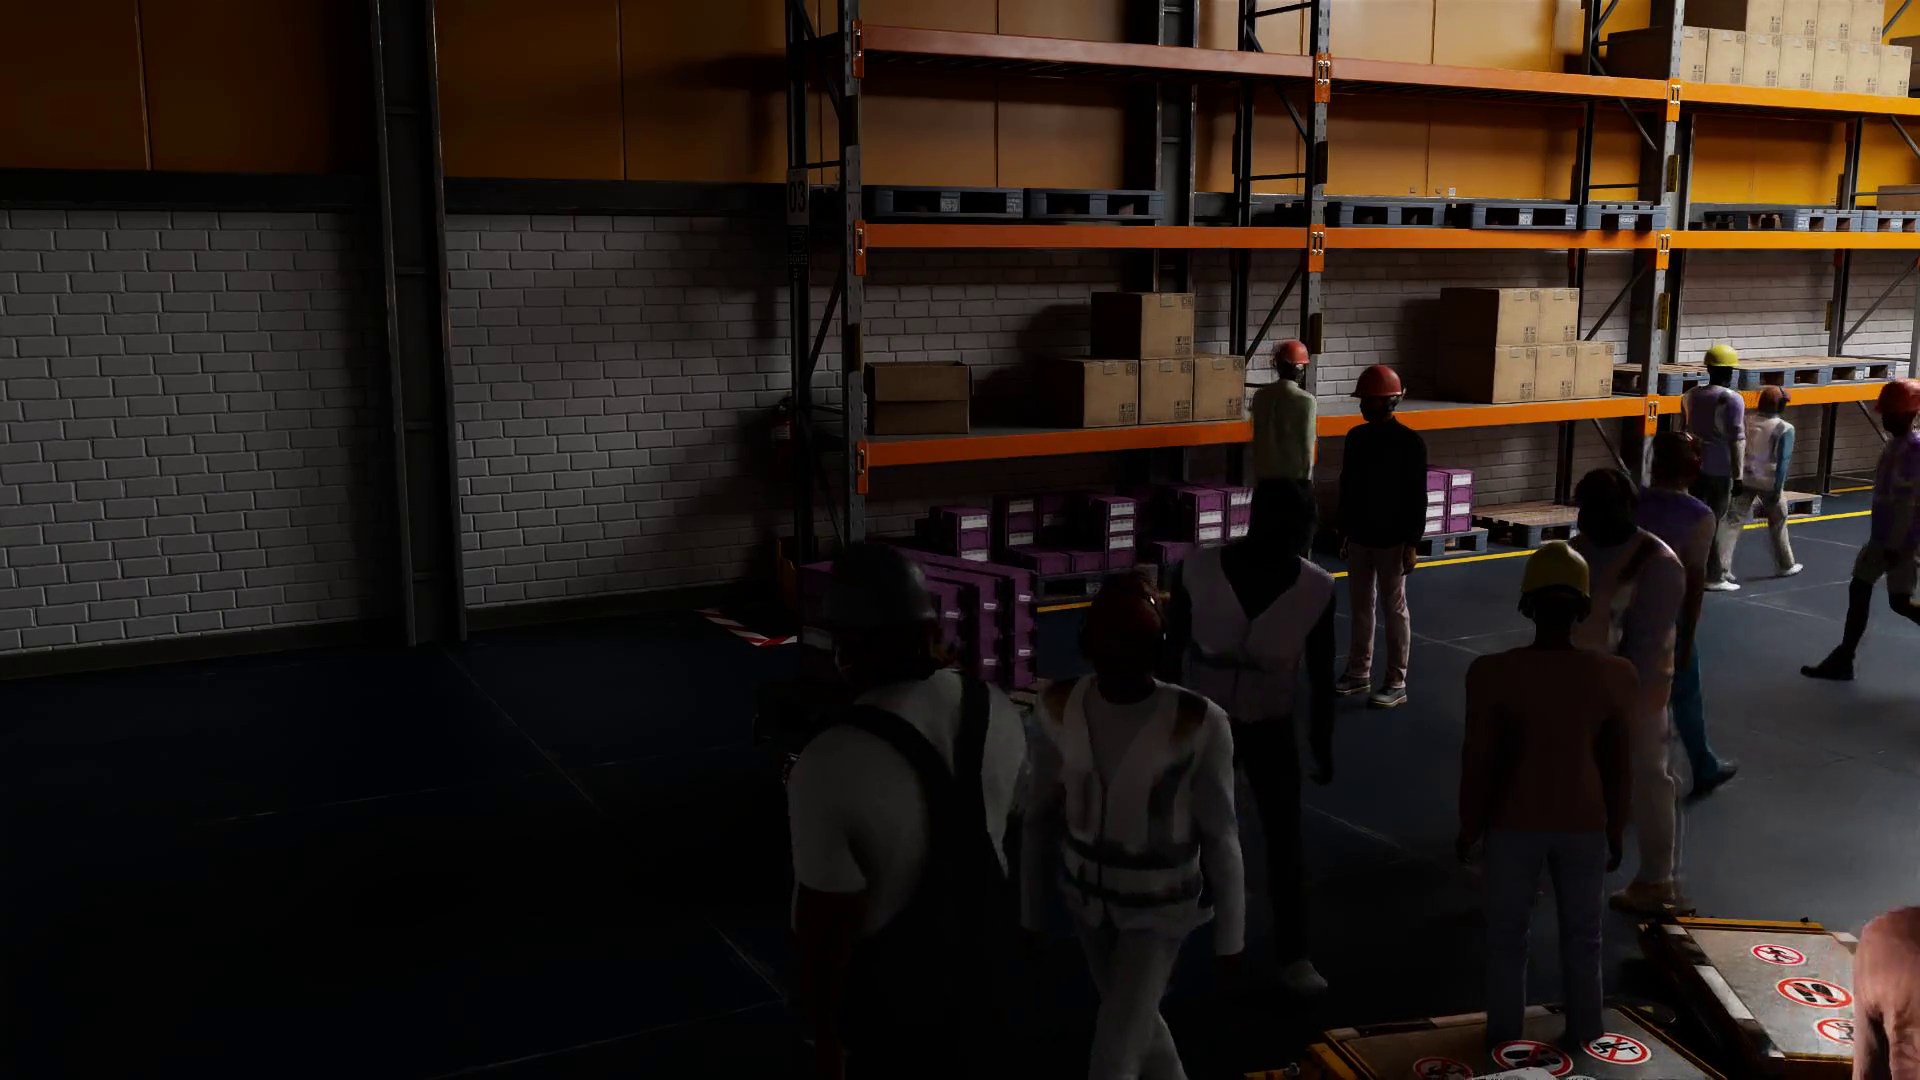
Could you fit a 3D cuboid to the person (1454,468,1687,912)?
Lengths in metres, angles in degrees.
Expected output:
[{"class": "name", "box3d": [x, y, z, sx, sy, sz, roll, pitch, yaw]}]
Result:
[{"class": "person", "box3d": [2.468, 0.619, 6.556, 0.960, 1.792, 0.639, -4, 11, -23]}]

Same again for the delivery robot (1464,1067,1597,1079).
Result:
[{"class": "delivery robot", "box3d": [1.571, 1.604, 4.214, 0.477, 0.478, 0.707, -4, 10, -19]}]

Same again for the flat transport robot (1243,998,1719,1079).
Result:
[{"class": "flat transport robot", "box3d": [1.643, 1.657, 4.992, 1.431, 0.197, 0.652, -2, 10, -13]}]

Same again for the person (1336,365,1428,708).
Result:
[{"class": "person", "box3d": [2.424, -0.021, 9.696, 0.395, 1.993, 0.616, -6, 12, -31]}]

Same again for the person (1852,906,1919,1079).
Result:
[{"class": "person", "box3d": [1.674, 1.226, 2.589, 0.463, 1.964, 0.637, -5, 11, -28]}]

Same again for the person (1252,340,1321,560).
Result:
[{"class": "person", "box3d": [2.483, -0.523, 12.628, 0.485, 1.975, 0.630, -10, 14, -44]}]

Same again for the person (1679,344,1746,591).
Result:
[{"class": "person", "box3d": [5.880, -0.564, 13.009, 0.357, 1.930, 0.586, -5, 11, -25]}]

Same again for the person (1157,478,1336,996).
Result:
[{"class": "person", "box3d": [1.053, 0.677, 6.111, 0.657, 1.843, 0.857, 2, 10, 10]}]

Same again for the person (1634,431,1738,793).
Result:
[{"class": "person", "box3d": [3.379, 0.380, 7.967, 0.973, 1.796, 0.592, -6, 11, -30]}]

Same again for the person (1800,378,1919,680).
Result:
[{"class": "person", "box3d": [5.699, -0.036, 10.045, 0.867, 1.903, 0.549, 2, 10, 10]}]

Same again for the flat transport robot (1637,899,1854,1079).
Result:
[{"class": "flat transport robot", "box3d": [2.800, 1.561, 5.544, 0.652, 0.197, 1.431, 1, 10, 6]}]

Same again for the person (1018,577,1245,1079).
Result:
[{"class": "person", "box3d": [0.458, 0.983, 4.423, 0.593, 1.827, 0.986, 7, 12, 37]}]

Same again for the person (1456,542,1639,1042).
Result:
[{"class": "person", "box3d": [1.798, 0.883, 5.148, 0.527, 1.767, 0.331, 1, 10, 5]}]

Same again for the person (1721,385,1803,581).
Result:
[{"class": "person", "box3d": [6.443, -0.450, 13.357, 0.907, 1.583, 0.508, -6, 11, -30]}]
